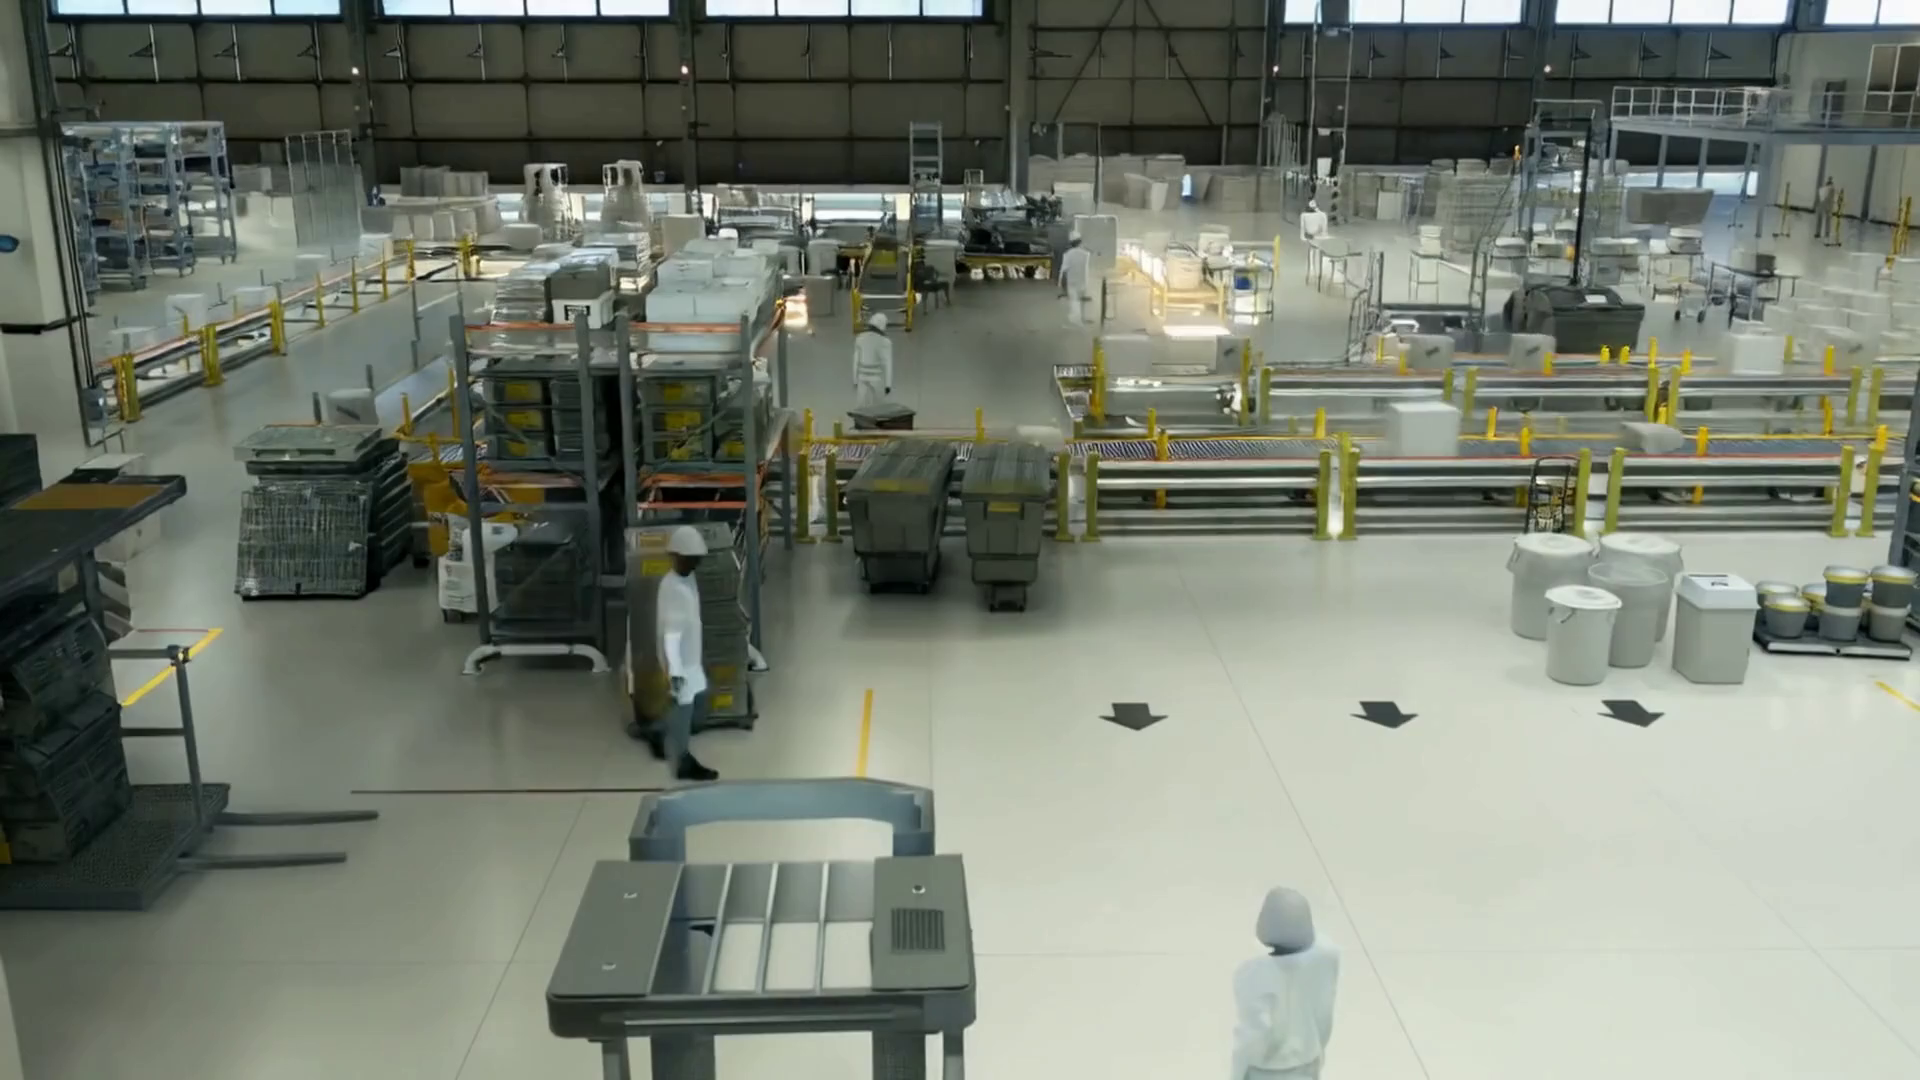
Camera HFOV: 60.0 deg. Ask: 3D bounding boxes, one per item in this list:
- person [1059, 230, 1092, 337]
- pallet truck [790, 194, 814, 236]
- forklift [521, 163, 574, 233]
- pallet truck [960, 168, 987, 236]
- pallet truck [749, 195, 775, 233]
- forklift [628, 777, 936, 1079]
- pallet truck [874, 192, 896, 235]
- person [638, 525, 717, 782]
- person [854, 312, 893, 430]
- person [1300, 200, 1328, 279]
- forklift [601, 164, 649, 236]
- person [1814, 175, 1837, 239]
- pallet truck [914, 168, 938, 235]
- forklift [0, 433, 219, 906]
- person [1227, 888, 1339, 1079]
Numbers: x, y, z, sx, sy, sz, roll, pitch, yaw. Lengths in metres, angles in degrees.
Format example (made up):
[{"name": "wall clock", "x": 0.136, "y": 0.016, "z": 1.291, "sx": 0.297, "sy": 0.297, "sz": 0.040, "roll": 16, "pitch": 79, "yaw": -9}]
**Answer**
[{"name": "person", "x": 2.230, "y": -4.873, "z": 31.581, "sx": 0.618, "sy": 2.011, "sz": 0.985, "roll": -11, "pitch": 20, "yaw": -34}, {"name": "pallet truck", "x": -4.814, "y": -9.883, "z": 50.259, "sx": 0.704, "sy": 1.261, "sz": 1.522, "roll": -1, "pitch": 16, "yaw": -3}, {"name": "forklift", "x": -12.233, "y": -10.122, "z": 49.298, "sx": 1.157, "sy": 1.987, "sz": 2.680, "roll": 0, "pitch": 16, "yaw": -1}, {"name": "pallet truck", "x": 0.383, "y": -10.230, "z": 50.206, "sx": 0.823, "sy": 1.965, "sz": 1.885, "roll": -1, "pitch": 16, "yaw": -3}, {"name": "pallet truck", "x": -6.051, "y": -9.967, "z": 50.660, "sx": 0.680, "sy": 1.201, "sz": 1.601, "roll": 0, "pitch": 16, "yaw": -1}, {"name": "forklift", "x": -0.542, "y": 2.165, "z": 5.552, "sx": 1.129, "sy": 2.768, "sz": 1.873, "roll": -1, "pitch": 16, "yaw": -2}, {"name": "pallet truck", "x": -2.277, "y": -9.986, "z": 50.594, "sx": 0.653, "sy": 1.274, "sz": 1.630, "roll": 0, "pitch": 16, "yaw": -1}, {"name": "person", "x": -2.041, "y": 0.816, "z": 11.964, "sx": 0.537, "sy": 1.922, "sz": 0.554, "roll": 2, "pitch": 16, "yaw": 6}, {"name": "person", "x": -1.204, "y": -2.171, "z": 22.566, "sx": 0.611, "sy": 1.800, "sz": 0.681, "roll": 6, "pitch": 17, "yaw": 21}, {"name": "person", "x": 8.539, "y": -7.260, "z": 40.151, "sx": 0.665, "sy": 1.852, "sz": 0.991, "roll": 5, "pitch": 17, "yaw": 16}, {"name": "forklift", "x": -9.948, "y": -10.127, "z": 49.296, "sx": 1.157, "sy": 1.987, "sz": 2.680, "roll": -1, "pitch": 16, "yaw": -3}, {"name": "person", "x": 25.469, "y": -9.790, "z": 48.948, "sx": 0.505, "sy": 1.847, "sz": 0.347, "roll": 3, "pitch": 16, "yaw": 10}, {"name": "pallet truck", "x": -0.989, "y": -10.316, "z": 50.507, "sx": 0.823, "sy": 1.965, "sz": 1.885, "roll": 1, "pitch": 16, "yaw": 3}, {"name": "forklift", "x": -5.952, "y": 0.780, "z": 10.366, "sx": 1.873, "sy": 2.768, "sz": 1.129, "roll": 0, "pitch": 16, "yaw": -1}, {"name": "person", "x": 1.415, "y": 2.286, "z": 7.346, "sx": 0.500, "sy": 1.636, "sz": 0.284, "roll": -6, "pitch": 17, "yaw": -20}]
